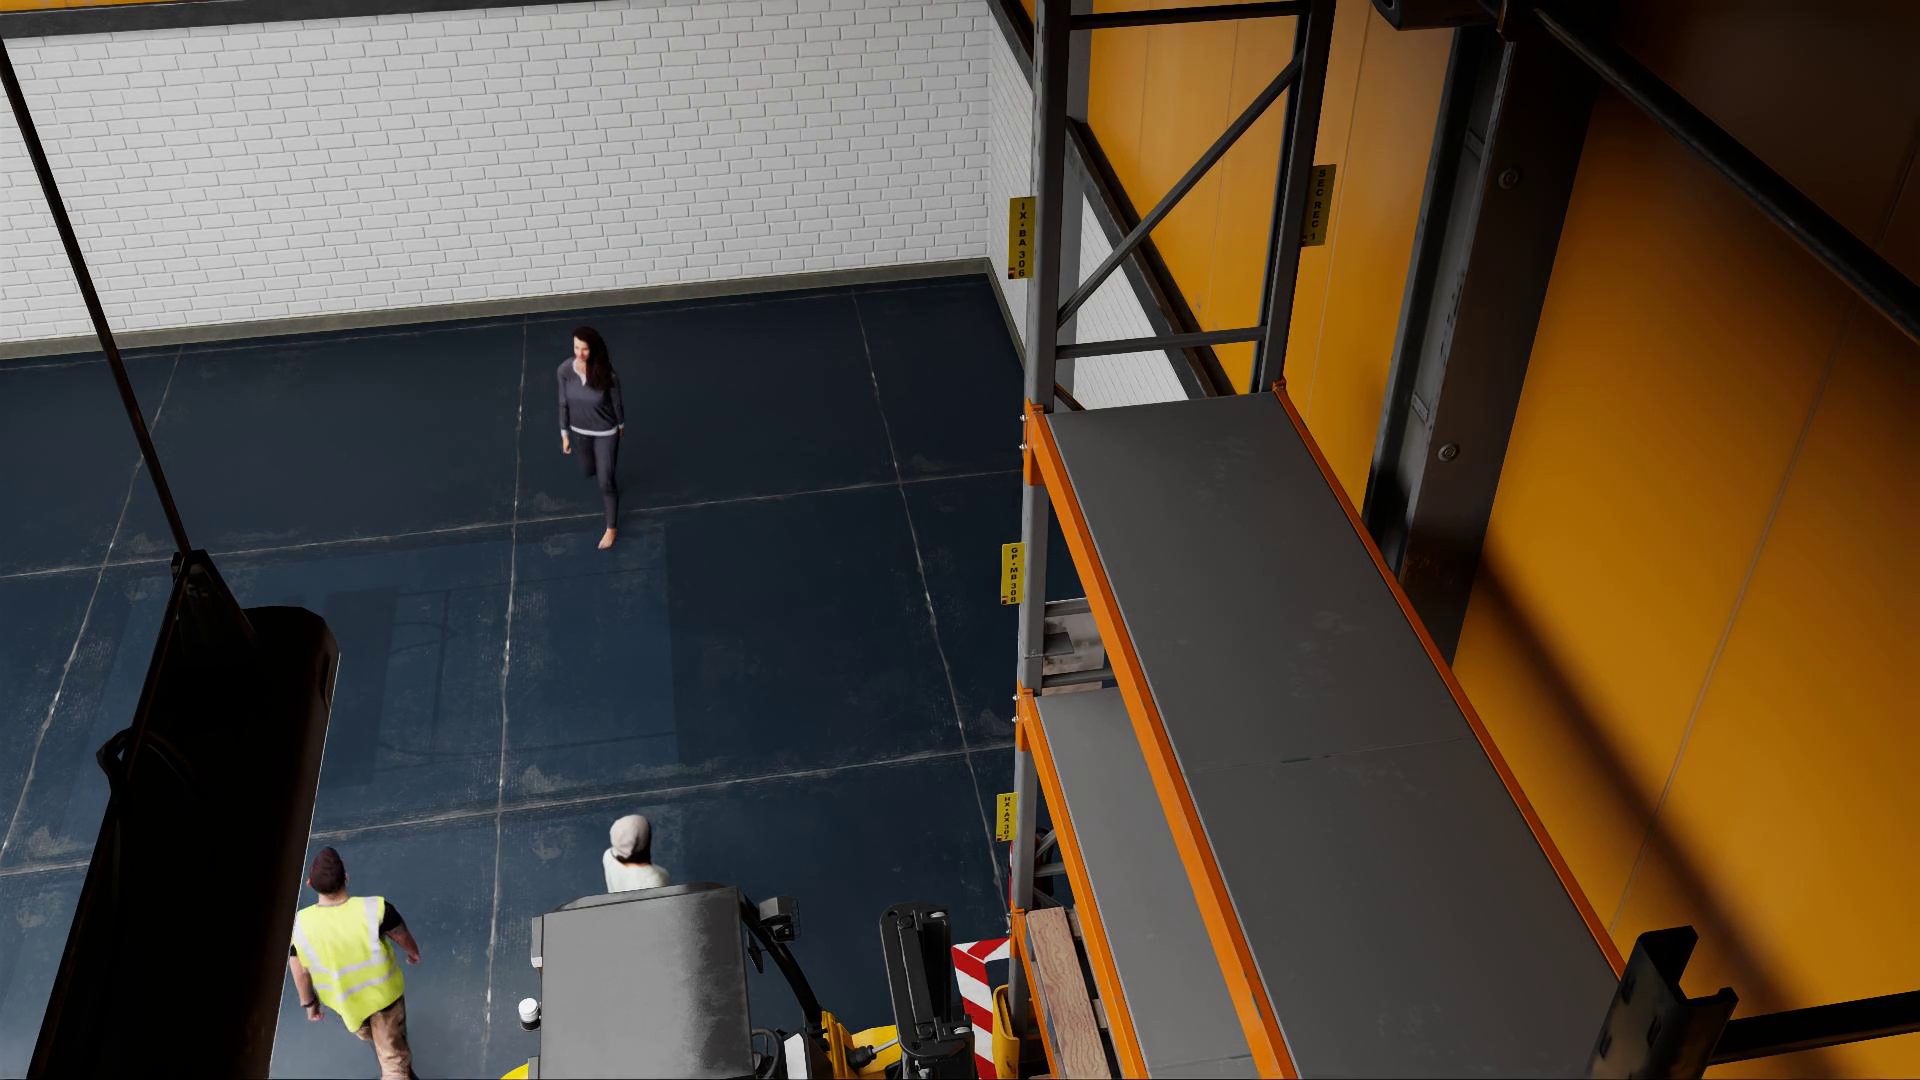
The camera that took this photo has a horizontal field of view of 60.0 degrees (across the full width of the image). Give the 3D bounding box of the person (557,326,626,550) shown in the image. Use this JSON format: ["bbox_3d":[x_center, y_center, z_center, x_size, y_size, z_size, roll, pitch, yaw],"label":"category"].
[{"bbox_3d":[-2.690,-0.850,12.305,0.834,1.745,1.135,5,39,6],"label":"person"}]

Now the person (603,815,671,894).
[{"bbox_3d":[-1.645,2.025,8.785,0.638,1.645,0.689,21,43,25],"label":"person"}]

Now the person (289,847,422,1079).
[{"bbox_3d":[-2.987,2.294,8.320,0.777,1.804,1.096,-10,40,-12],"label":"person"}]
